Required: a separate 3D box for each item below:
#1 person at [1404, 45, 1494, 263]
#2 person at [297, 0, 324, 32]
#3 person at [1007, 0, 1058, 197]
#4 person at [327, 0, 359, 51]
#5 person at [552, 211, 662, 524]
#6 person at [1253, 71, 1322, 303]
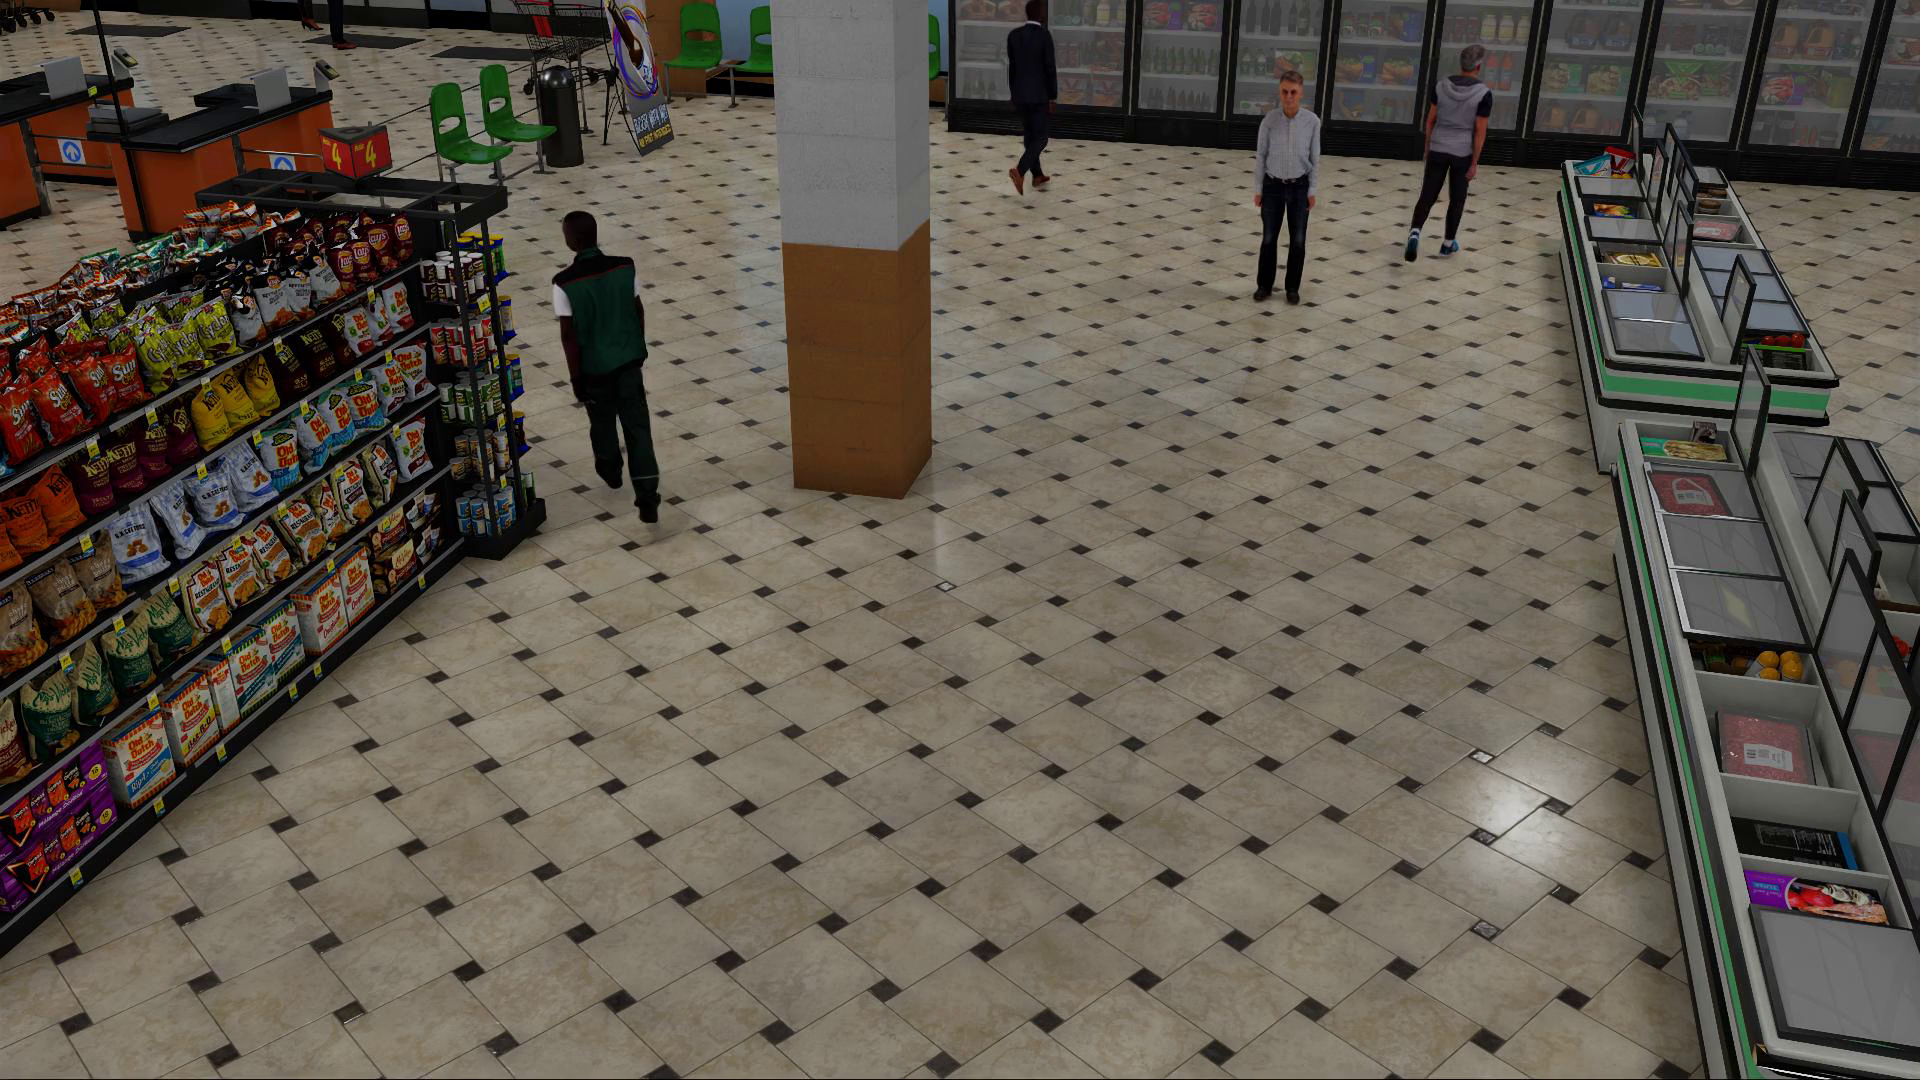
[{"bbox_3d":[4.059,-3.163,13.848,0.902,1.796,1.205,15,31,27],"label":"person"},{"bbox_3d":[-9.481,-8.214,23.934,0.707,1.682,0.710,-23,35,-38],"label":"person"},{"bbox_3d":[0.666,-4.219,15.924,0.989,1.800,1.185,20,33,35],"label":"person"},{"bbox_3d":[-8.563,-7.593,22.661,0.730,1.726,0.711,-20,33,-34],"label":"person"},{"bbox_3d":[-1.952,-0.927,9.454,1.209,1.781,1.344,-11,29,-20],"label":"person"},{"bbox_3d":[2.562,-2.771,13.052,0.654,1.816,0.559,5,27,10],"label":"person"}]
